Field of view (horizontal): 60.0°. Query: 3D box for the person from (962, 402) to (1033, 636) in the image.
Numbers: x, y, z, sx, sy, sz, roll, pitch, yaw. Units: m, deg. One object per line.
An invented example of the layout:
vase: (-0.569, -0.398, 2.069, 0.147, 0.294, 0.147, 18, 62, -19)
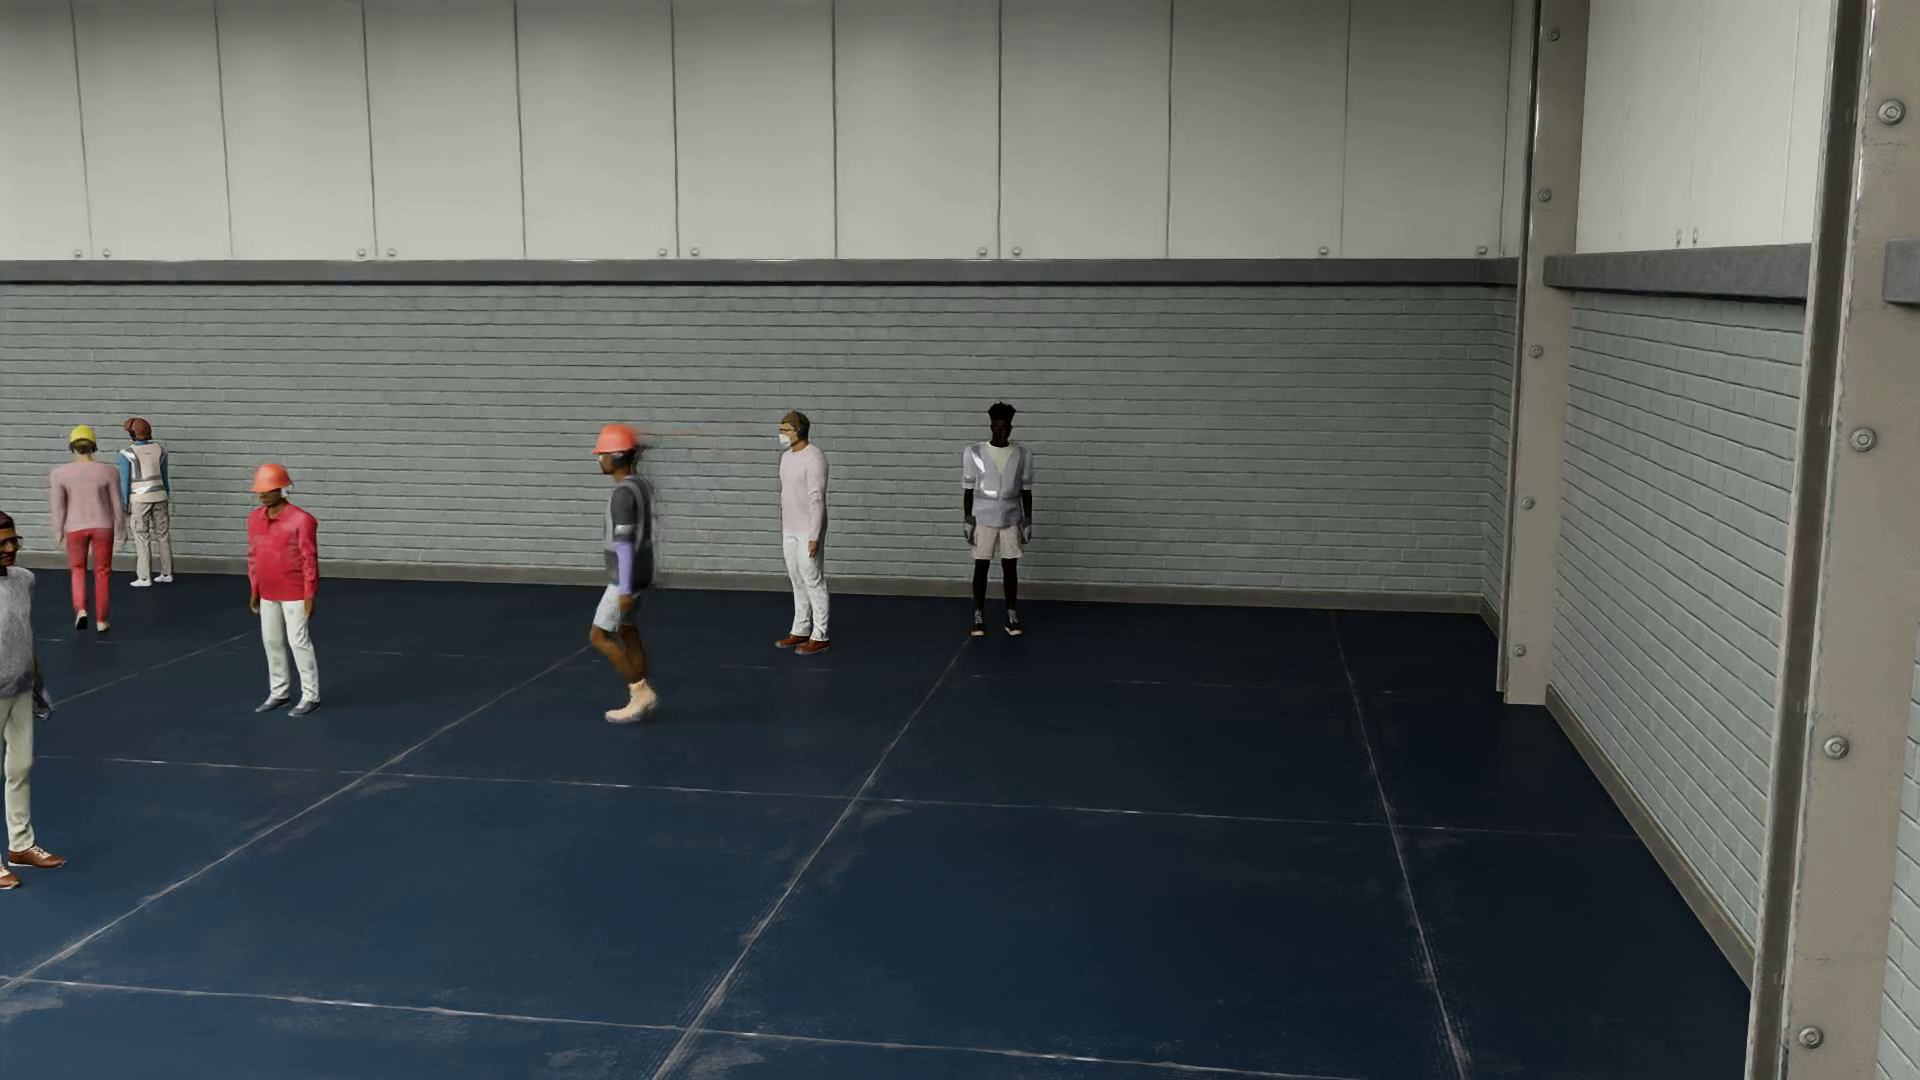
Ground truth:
person: (0.316, -0.172, 13.823, 0.602, 1.960, 0.373, -1, 9, -8)

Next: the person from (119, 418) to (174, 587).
person: (-7.832, -0.364, 16.009, 0.314, 1.629, 0.508, 5, 11, 30)

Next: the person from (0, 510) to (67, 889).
person: (-4.738, 0.772, 8.263, 0.325, 1.871, 0.516, 3, 10, 15)

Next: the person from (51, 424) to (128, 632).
person: (-7.307, -0.092, 13.977, 0.536, 1.751, 0.388, -4, 10, -21)

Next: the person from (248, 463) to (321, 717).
person: (-4.624, 0.338, 11.334, 0.576, 1.741, 0.353, 4, 10, 22)

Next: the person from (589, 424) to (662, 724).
person: (-2.248, 0.244, 11.038, 0.431, 2.022, 0.631, 0, 9, -2)

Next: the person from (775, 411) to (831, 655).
person: (-1.251, -0.062, 13.220, 0.383, 1.934, 0.633, -6, 11, -32)
